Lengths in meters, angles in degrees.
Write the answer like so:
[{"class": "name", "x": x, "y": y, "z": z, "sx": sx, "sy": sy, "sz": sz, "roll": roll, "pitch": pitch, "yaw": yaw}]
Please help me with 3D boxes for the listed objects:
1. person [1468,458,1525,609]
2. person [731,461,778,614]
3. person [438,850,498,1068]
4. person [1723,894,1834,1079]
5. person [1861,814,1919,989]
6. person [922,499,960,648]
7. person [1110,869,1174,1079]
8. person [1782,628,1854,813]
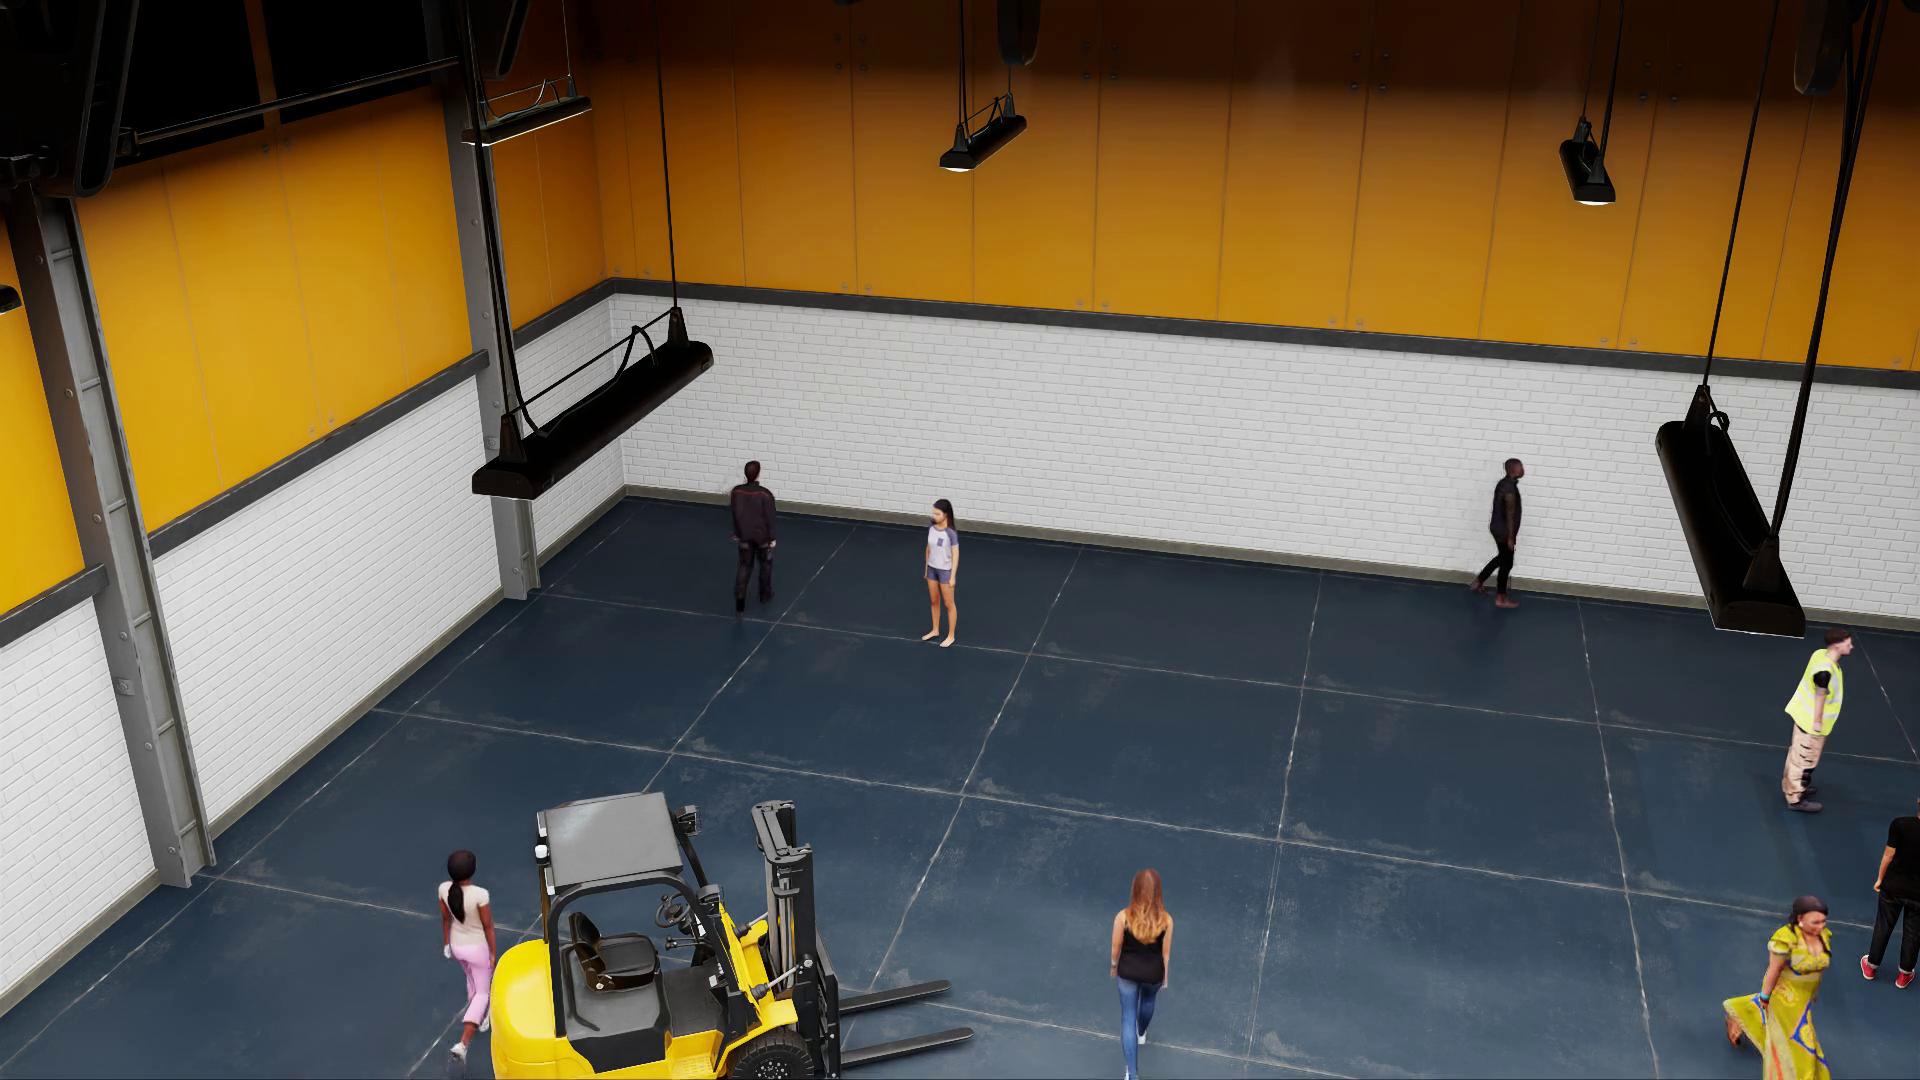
[{"class": "person", "x": 6.300, "y": -0.093, "z": 19.362, "sx": 0.797, "sy": 1.833, "sz": 0.768, "roll": 4, "pitch": 24, "yaw": 9}, {"class": "person", "x": -2.414, "y": -0.017, "z": 19.206, "sx": 0.722, "sy": 1.818, "sz": 0.999, "roll": 6, "pitch": 24, "yaw": 13}, {"class": "person", "x": -3.631, "y": 3.075, "z": 12.256, "sx": 0.588, "sy": 1.719, "sz": 1.013, "roll": 5, "pitch": 24, "yaw": 12}, {"class": "person", "x": 5.926, "y": 3.229, "z": 12.018, "sx": 1.273, "sy": 1.628, "sz": 1.403, "roll": -10, "pitch": 26, "yaw": -22}, {"class": "person", "x": 7.448, "y": 2.711, "z": 13.043, "sx": 0.686, "sy": 1.757, "sz": 0.648, "roll": 13, "pitch": 27, "yaw": 27}, {"class": "person", "x": -0.202, "y": 0.342, "z": 18.489, "sx": 0.655, "sy": 1.736, "sz": 0.647, "roll": 19, "pitch": 30, "yaw": 36}, {"class": "person", "x": 1.304, "y": 3.192, "z": 12.031, "sx": 0.782, "sy": 1.685, "sz": 1.130, "roll": 0, "pitch": 24, "yaw": -1}, {"class": "person", "x": 7.921, "y": 1.637, "z": 15.391, "sx": 0.793, "sy": 1.844, "sz": 0.699, "roll": 10, "pitch": 26, "yaw": 22}]
